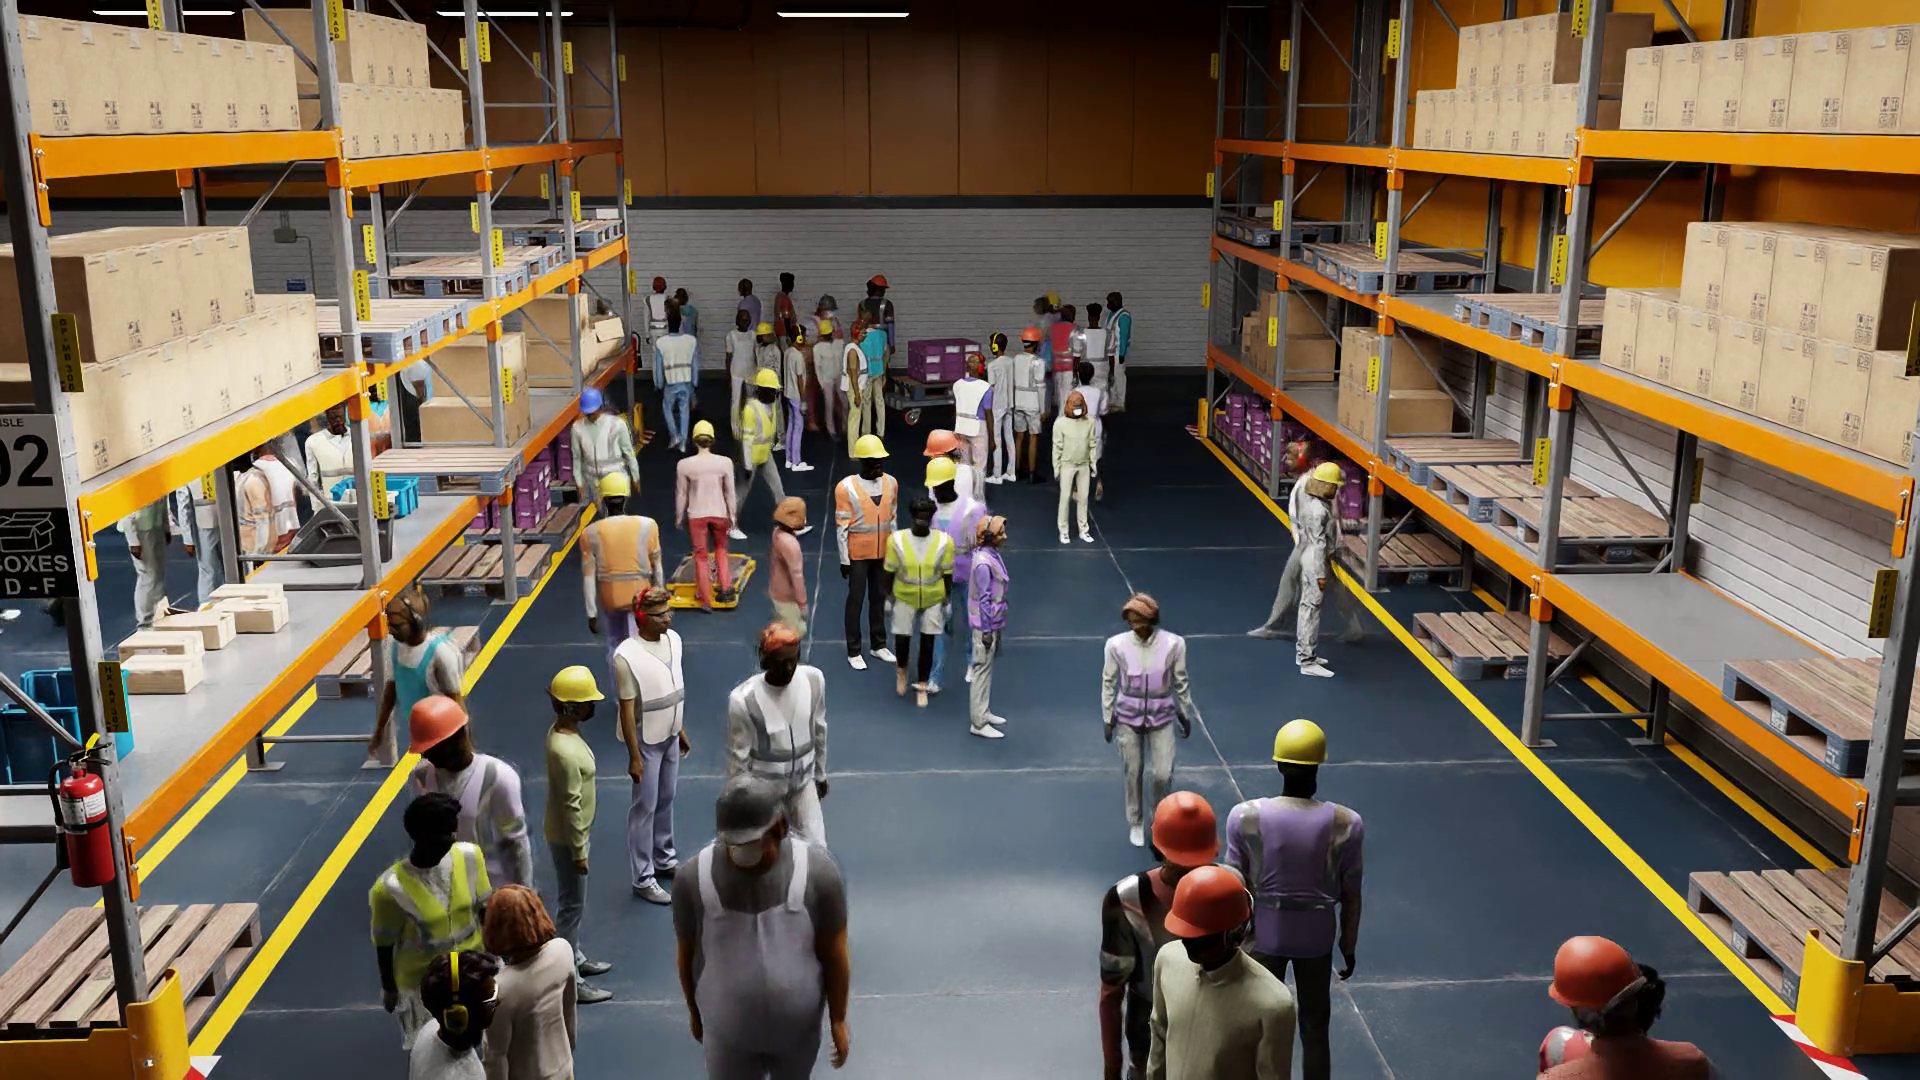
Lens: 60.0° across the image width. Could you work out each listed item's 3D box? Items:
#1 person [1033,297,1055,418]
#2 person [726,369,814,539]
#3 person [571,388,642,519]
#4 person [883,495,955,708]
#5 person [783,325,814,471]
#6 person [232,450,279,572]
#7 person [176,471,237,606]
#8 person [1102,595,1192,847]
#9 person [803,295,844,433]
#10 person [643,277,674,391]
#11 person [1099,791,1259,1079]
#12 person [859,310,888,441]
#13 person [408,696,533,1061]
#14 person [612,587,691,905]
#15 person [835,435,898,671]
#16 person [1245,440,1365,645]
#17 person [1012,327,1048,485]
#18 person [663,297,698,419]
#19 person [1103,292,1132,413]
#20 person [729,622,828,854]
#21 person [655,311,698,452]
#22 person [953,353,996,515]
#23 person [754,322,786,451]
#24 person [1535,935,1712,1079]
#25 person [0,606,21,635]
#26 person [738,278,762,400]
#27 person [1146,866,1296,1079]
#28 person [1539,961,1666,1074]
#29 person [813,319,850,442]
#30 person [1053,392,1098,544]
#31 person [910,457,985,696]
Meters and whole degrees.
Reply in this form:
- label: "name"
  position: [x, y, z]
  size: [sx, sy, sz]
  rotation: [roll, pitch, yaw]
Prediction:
- label: "person"
  position: [1.262, -2.737, 24.922]
  size: [0.409, 1.815, 0.579]
  rotation: [6, 16, 23]
- label: "person"
  position: [-2.084, -0.883, 17.570]
  size: [1.039, 1.850, 0.597]
  rotation: [7, 16, 25]
- label: "person"
  position: [-3.480, -0.556, 16.227]
  size: [0.660, 1.890, 0.886]
  rotation: [4, 15, 16]
- label: "person"
  position: [-0.306, 0.458, 12.641]
  size: [0.543, 1.676, 0.372]
  rotation: [-1, 14, -3]
- label: "person"
  position: [-2.076, -1.806, 21.174]
  size: [0.327, 1.862, 0.509]
  rotation: [-7, 16, -26]
- label: "person"
  position: [-5.890, 0.021, 13.864]
  size: [0.388, 1.926, 0.590]
  rotation: [-8, 16, -27]
- label: "person"
  position: [-6.448, -0.090, 14.351]
  size: [0.408, 1.907, 0.598]
  rotation: [8, 16, 29]
- label: "person"
  position: [1.141, 1.123, 10.158]
  size: [0.551, 1.617, 0.455]
  rotation: [1, 14, 5]
- label: "person"
  position: [-1.867, -2.486, 23.478]
  size: [0.697, 2.000, 1.058]
  rotation: [-10, 18, -35]
- label: "person"
  position: [-4.881, -3.371, 27.263]
  size: [0.572, 1.886, 0.356]
  rotation: [1, 14, 4]
- label: "person"
  position: [0.840, 1.892, 6.317]
  size: [0.619, 2.028, 0.409]
  rotation: [-3, 15, -12]
- label: "person"
  position: [-1.242, -2.262, 23.002]
  size: [0.563, 1.837, 0.389]
  rotation: [-11, 18, -37]
- label: "person"
  position: [-2.263, 1.604, 7.718]
  size: [0.555, 1.902, 0.499]
  rotation: [4, 15, 16]
- label: "person"
  position: [-1.766, 1.155, 9.573]
  size: [0.389, 1.847, 0.567]
  rotation: [5, 15, 20]
- label: "person"
  position: [-0.740, 0.089, 13.588]
  size: [0.590, 1.930, 0.354]
  rotation: [-11, 18, -36]
- label: "person"
  position: [3.011, 0.033, 14.129]
  size: [1.011, 1.784, 0.623]
  rotation: [7, 16, 25]
- label: "person"
  position: [0.853, -1.654, 20.445]
  size: [0.549, 1.928, 0.389]
  rotation: [13, 20, 42]
- label: "person"
  position: [-4.175, -2.695, 24.742]
  size: [0.406, 1.818, 0.573]
  rotation: [8, 16, 29]
- label: "person"
  position: [2.377, -2.876, 25.434]
  size: [0.429, 1.832, 0.635]
  rotation: [-5, 15, -18]
- label: "person"
  position: [-0.928, 1.325, 8.869]
  size: [0.606, 1.858, 0.649]
  rotation: [-9, 17, -32]
- label: "person"
  position: [-3.784, -2.120, 22.314]
  size: [0.602, 1.903, 0.443]
  rotation: [-6, 15, -22]
- label: "person"
  position: [0.146, -1.178, 18.752]
  size: [0.381, 1.838, 0.566]
  rotation: [-14, 20, -43]
- label: "person"
  position: [-2.606, -2.077, 22.488]
  size: [0.487, 1.735, 0.336]
  rotation: [13, 19, 41]
- label: "person"
  position: [2.054, 2.187, 5.302]
  size: [0.645, 1.957, 0.452]
  rotation: [-4, 15, -15]
- label: "person"
  position: [-8.474, -0.095, 14.413]
  size: [0.480, 1.879, 0.718]
  rotation: [0, 14, 0]
- label: "person"
  position: [-3.344, -3.189, 26.462]
  size: [0.367, 1.933, 0.627]
  rotation: [4, 15, 16]
- label: "person"
  position: [0.869, 2.051, 5.781]
  size: [0.408, 1.986, 0.617]
  rotation: [-12, 19, -40]
- label: "person"
  position: [2.184, 2.229, 5.676]
  size: [0.321, 1.690, 0.538]
  rotation: [-11, 18, -36]
- label: "person"
  position: [-1.723, -2.170, 22.849]
  size: [0.562, 1.724, 0.616]
  rotation: [-10, 17, -34]
- label: "person"
  position: [1.210, -0.763, 17.550]
  size: [0.504, 1.623, 0.288]
  rotation: [-5, 15, -20]
- label: "person"
  position: [-0.064, 0.277, 12.970]
  size: [0.633, 1.868, 0.953]
  rotation: [6, 16, 23]
